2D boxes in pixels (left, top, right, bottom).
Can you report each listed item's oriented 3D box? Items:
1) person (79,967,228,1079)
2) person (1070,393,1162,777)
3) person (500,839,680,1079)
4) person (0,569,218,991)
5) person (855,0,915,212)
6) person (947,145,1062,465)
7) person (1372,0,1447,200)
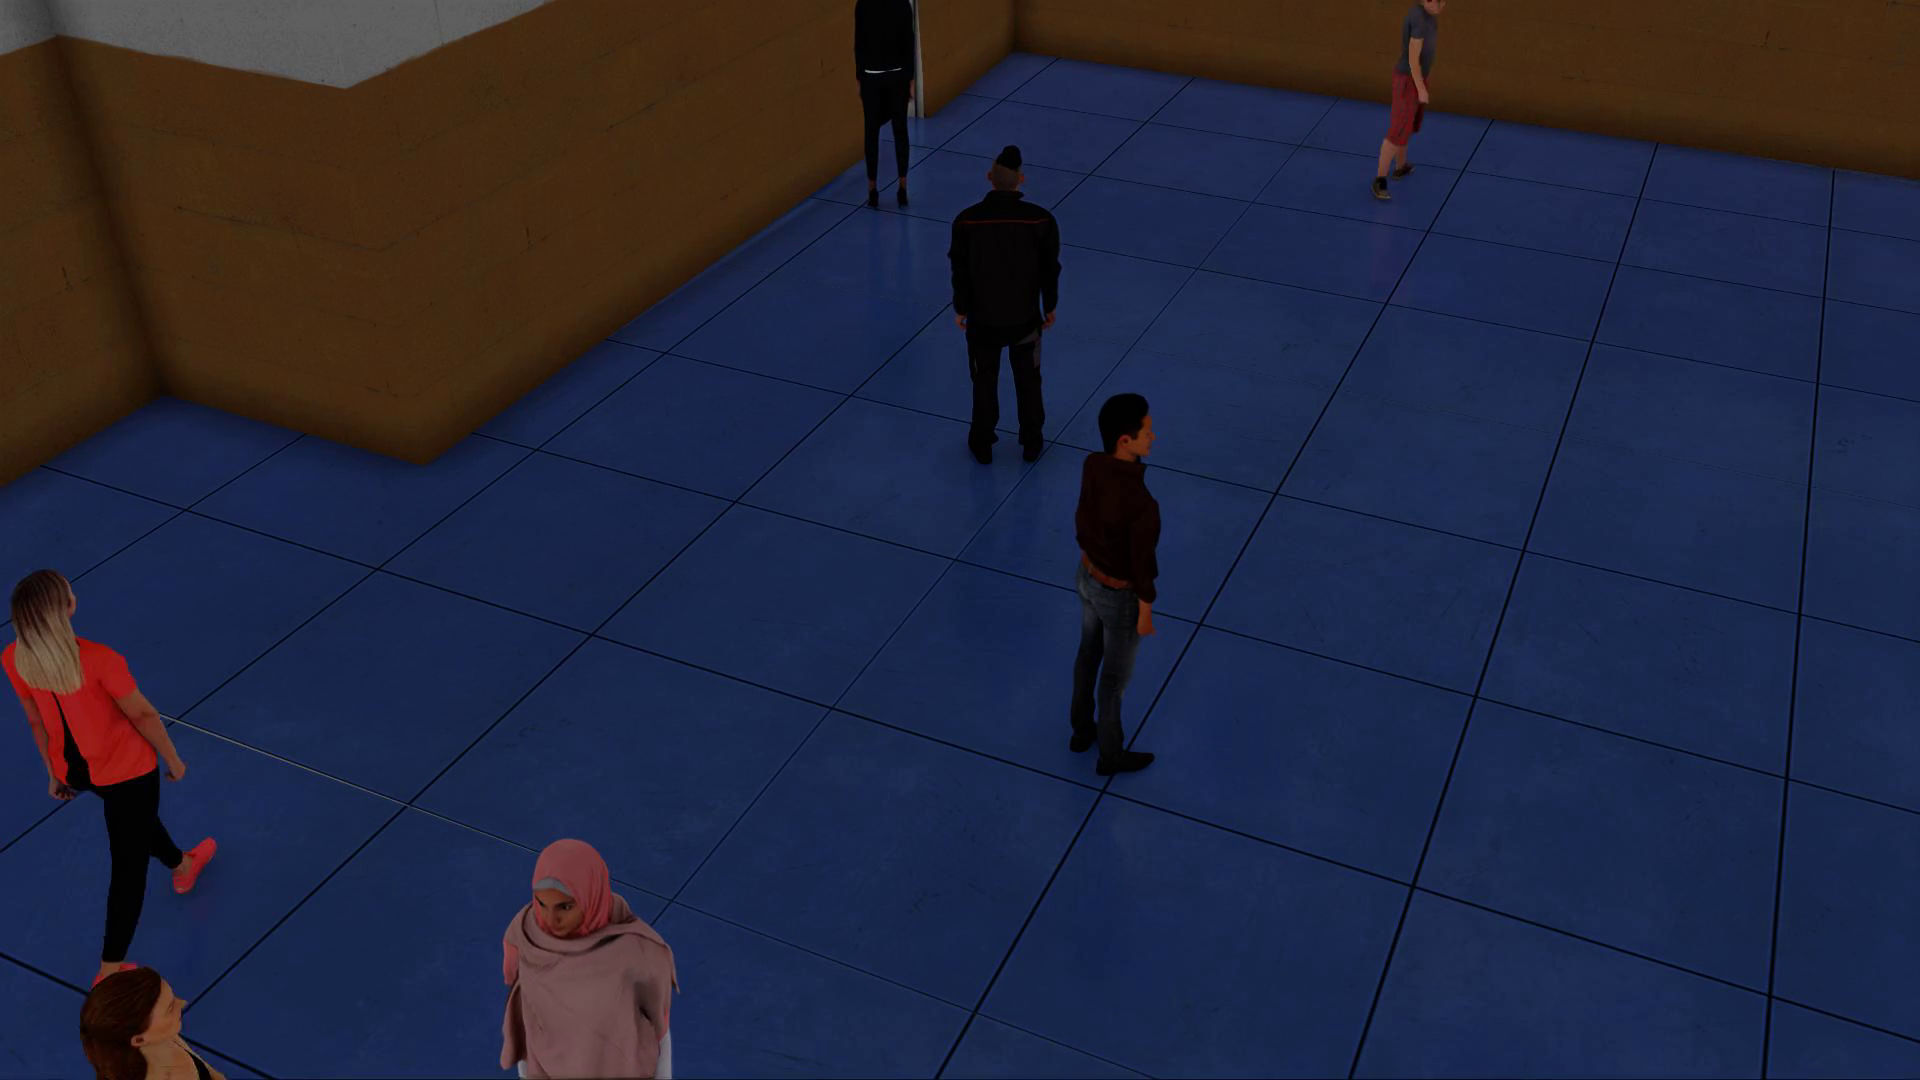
[{"bbox_3d":[-2.227,1.840,4.591,0.942,1.592,0.990,-19,38,-26],"label":"person"},{"bbox_3d":[0.622,0.202,6.885,0.770,1.778,0.675,-16,37,-23],"label":"person"},{"bbox_3d":[-1.051,1.566,4.813,0.641,1.803,0.768,4,34,5],"label":"person"},{"bbox_3d":[-3.099,0.895,5.953,1.141,1.657,0.887,5,34,8],"label":"person"},{"bbox_3d":[-0.544,-3.307,12.110,0.601,1.834,0.717,-1,34,-2],"label":"person"},{"bbox_3d":[0.248,-1.269,9.005,0.733,1.856,0.904,0,34,0],"label":"person"},{"bbox_3d":[3.389,-3.459,12.515,0.591,1.624,0.944,9,35,13],"label":"person"}]
